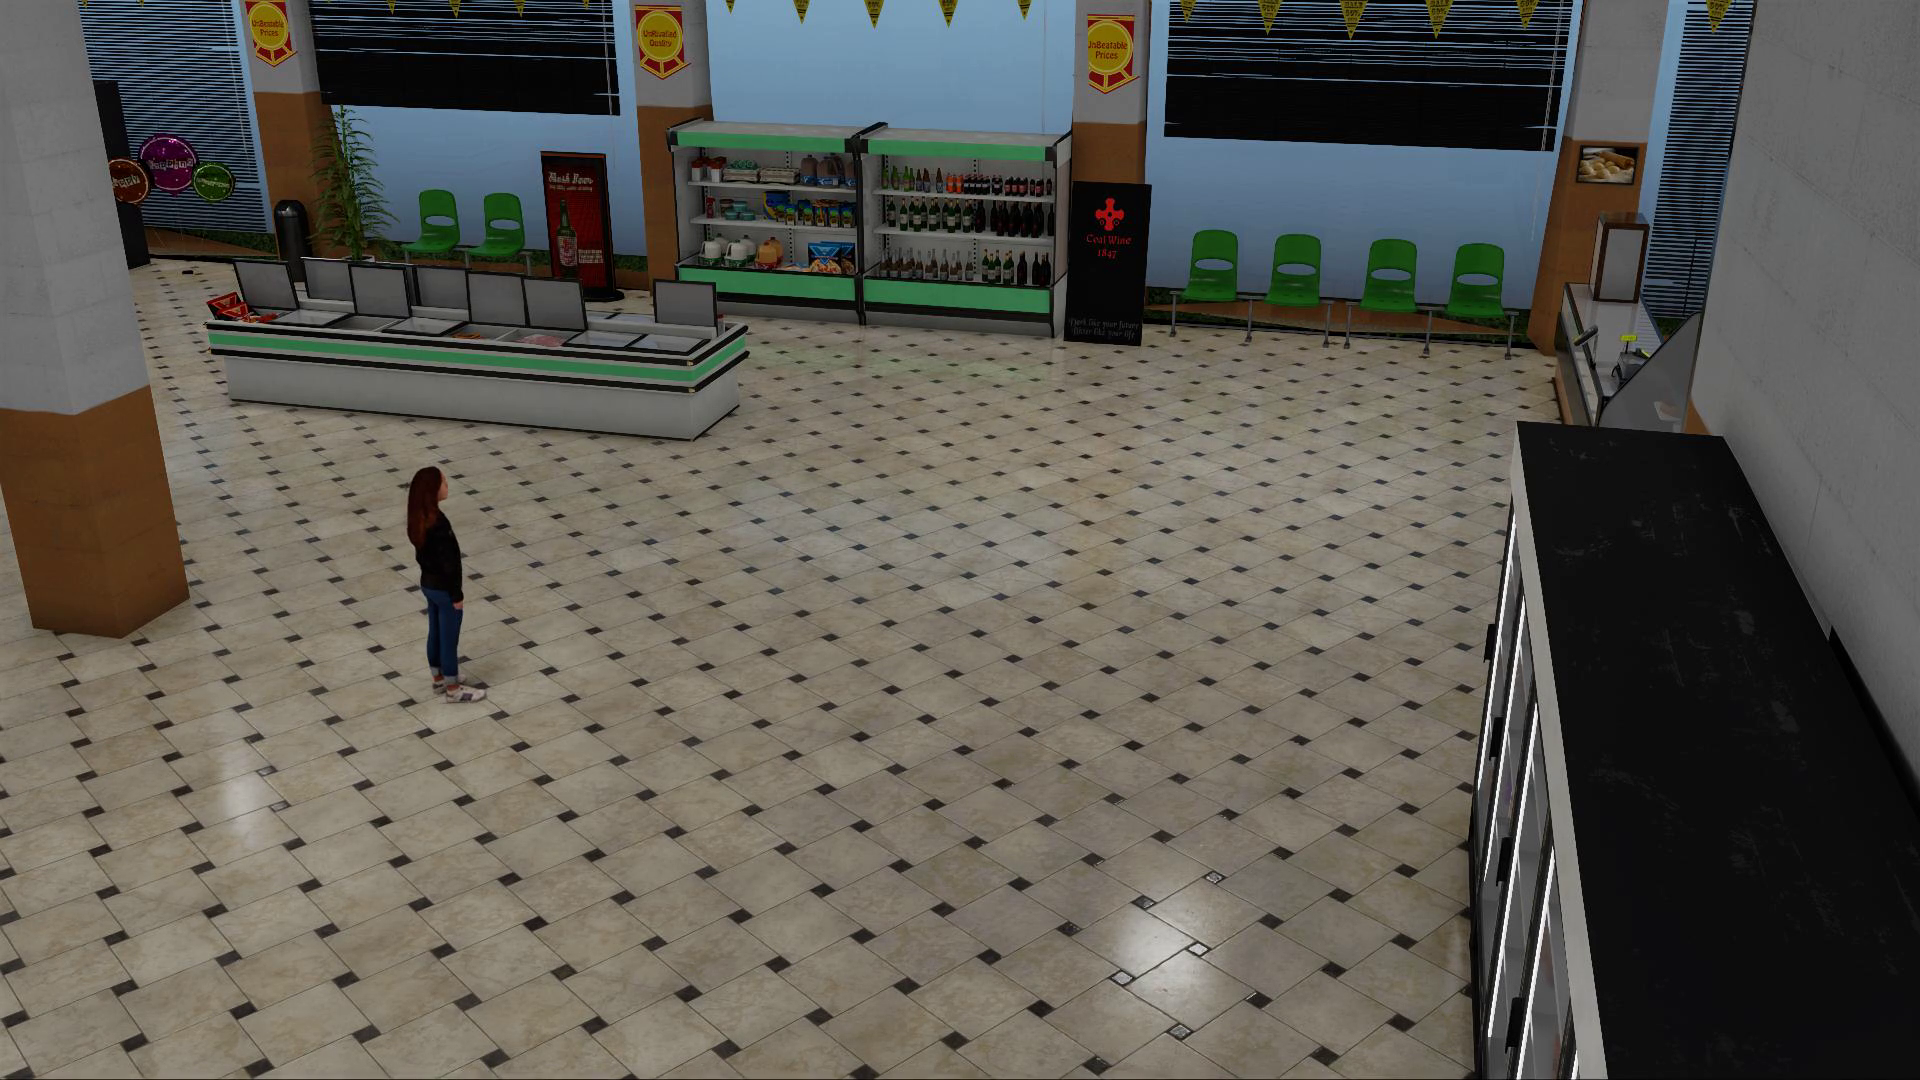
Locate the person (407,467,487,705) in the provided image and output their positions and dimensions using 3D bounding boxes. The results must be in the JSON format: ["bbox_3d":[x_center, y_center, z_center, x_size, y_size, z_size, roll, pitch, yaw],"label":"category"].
[{"bbox_3d":[-3.133,0.264,10.012,0.698,1.483,0.602,-18,28,-37],"label":"person"}]
